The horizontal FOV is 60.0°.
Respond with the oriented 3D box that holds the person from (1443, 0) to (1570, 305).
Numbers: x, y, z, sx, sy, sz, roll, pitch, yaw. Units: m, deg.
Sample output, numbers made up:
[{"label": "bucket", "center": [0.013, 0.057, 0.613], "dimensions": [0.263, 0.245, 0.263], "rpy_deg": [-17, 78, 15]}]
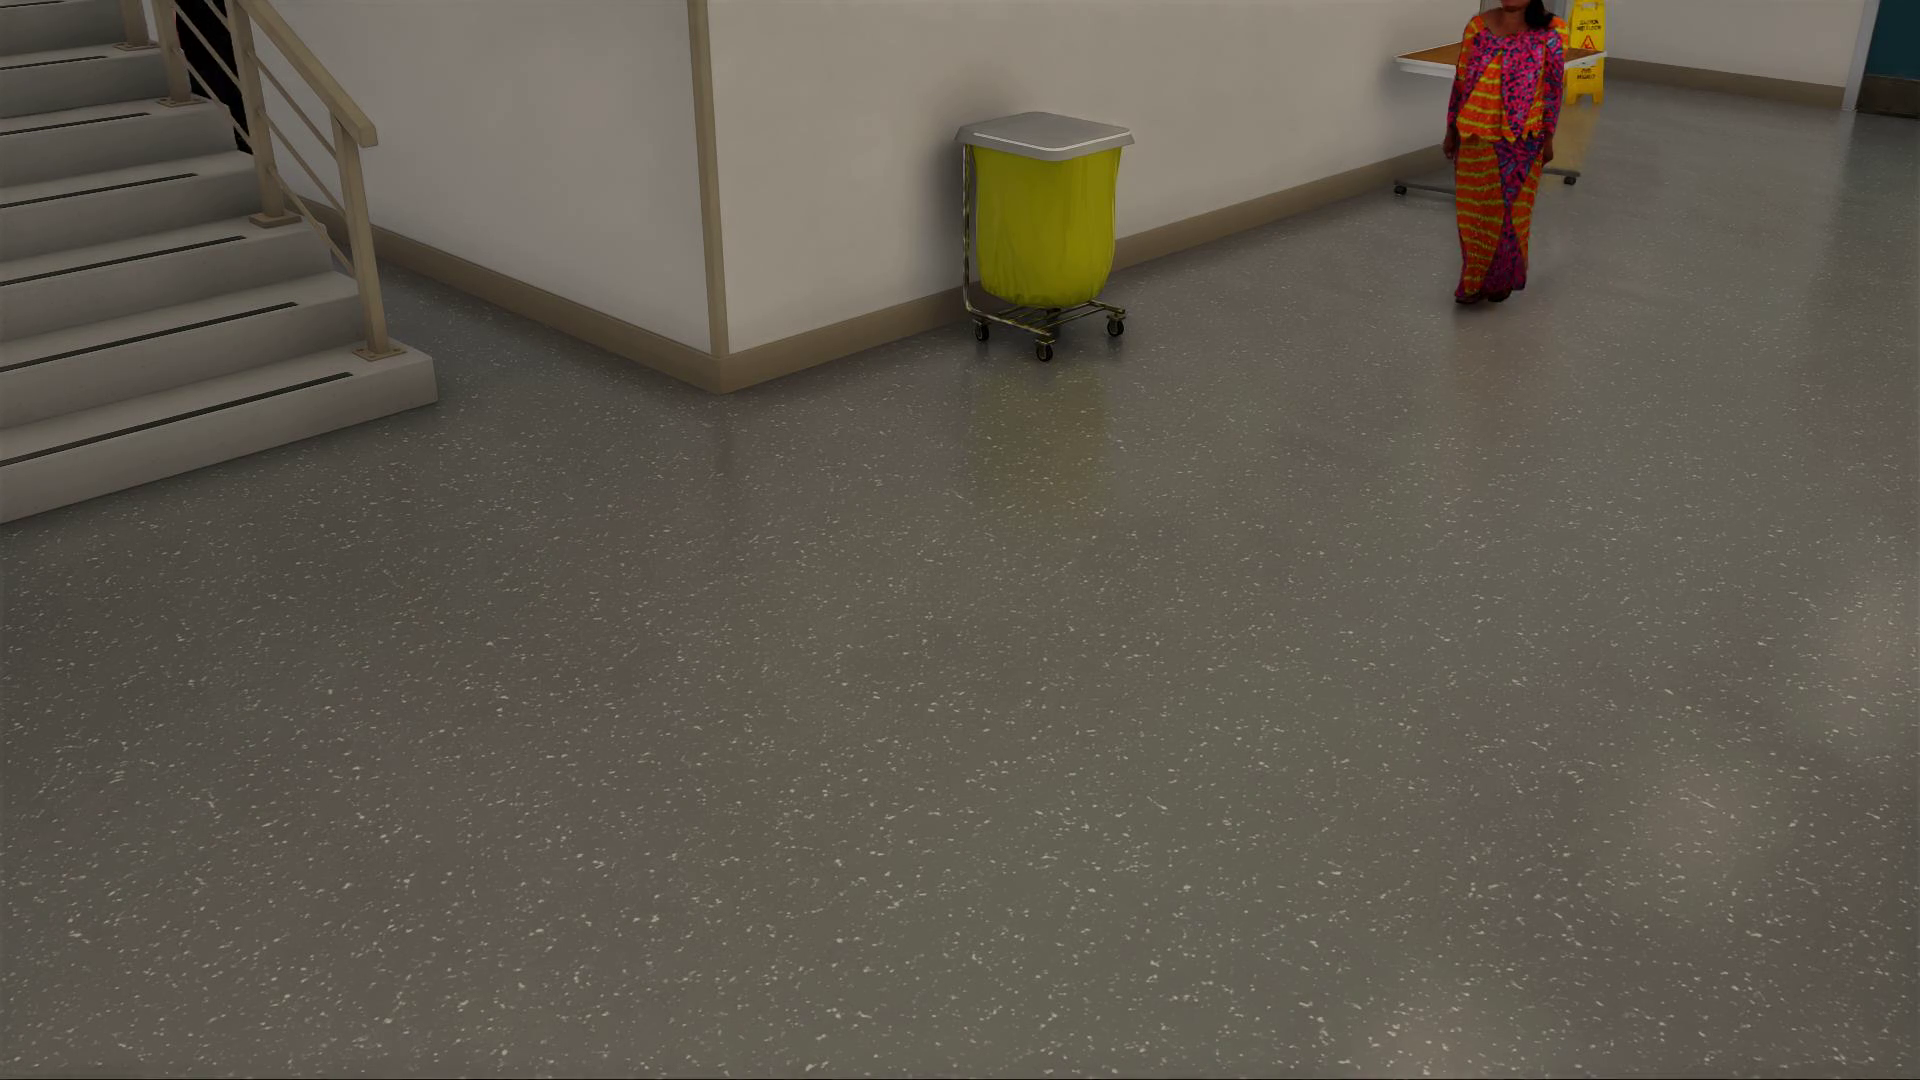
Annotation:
[{"label": "person", "center": [2.580, -1.928, 7.823], "dimensions": [0.709, 1.661, 0.783], "rpy_deg": [16, 30, 30]}]
